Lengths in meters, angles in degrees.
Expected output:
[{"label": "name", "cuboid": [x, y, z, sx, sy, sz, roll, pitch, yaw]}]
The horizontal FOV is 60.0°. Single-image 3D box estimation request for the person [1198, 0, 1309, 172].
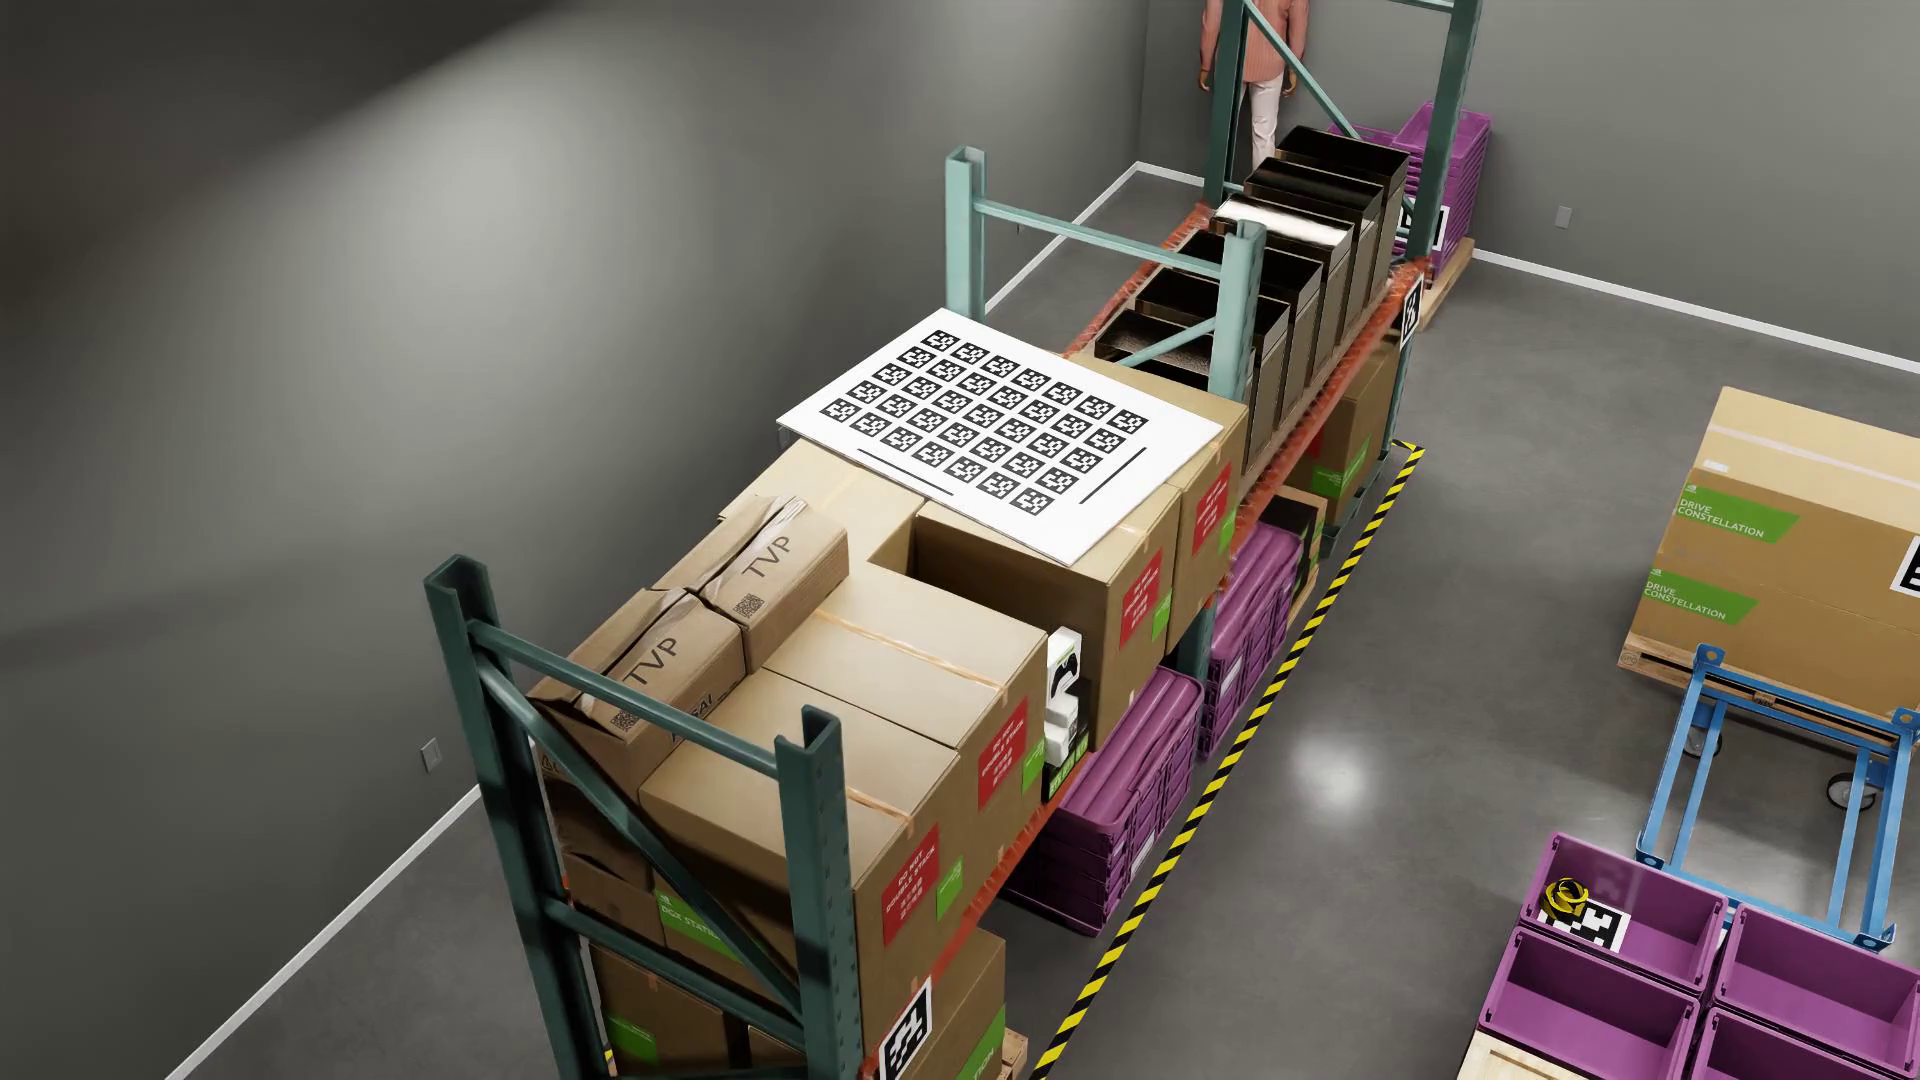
[{"label": "person", "cuboid": [1.733, -2.851, 9.951, 0.619, 1.992, 0.396, 4, 40, 5]}]
